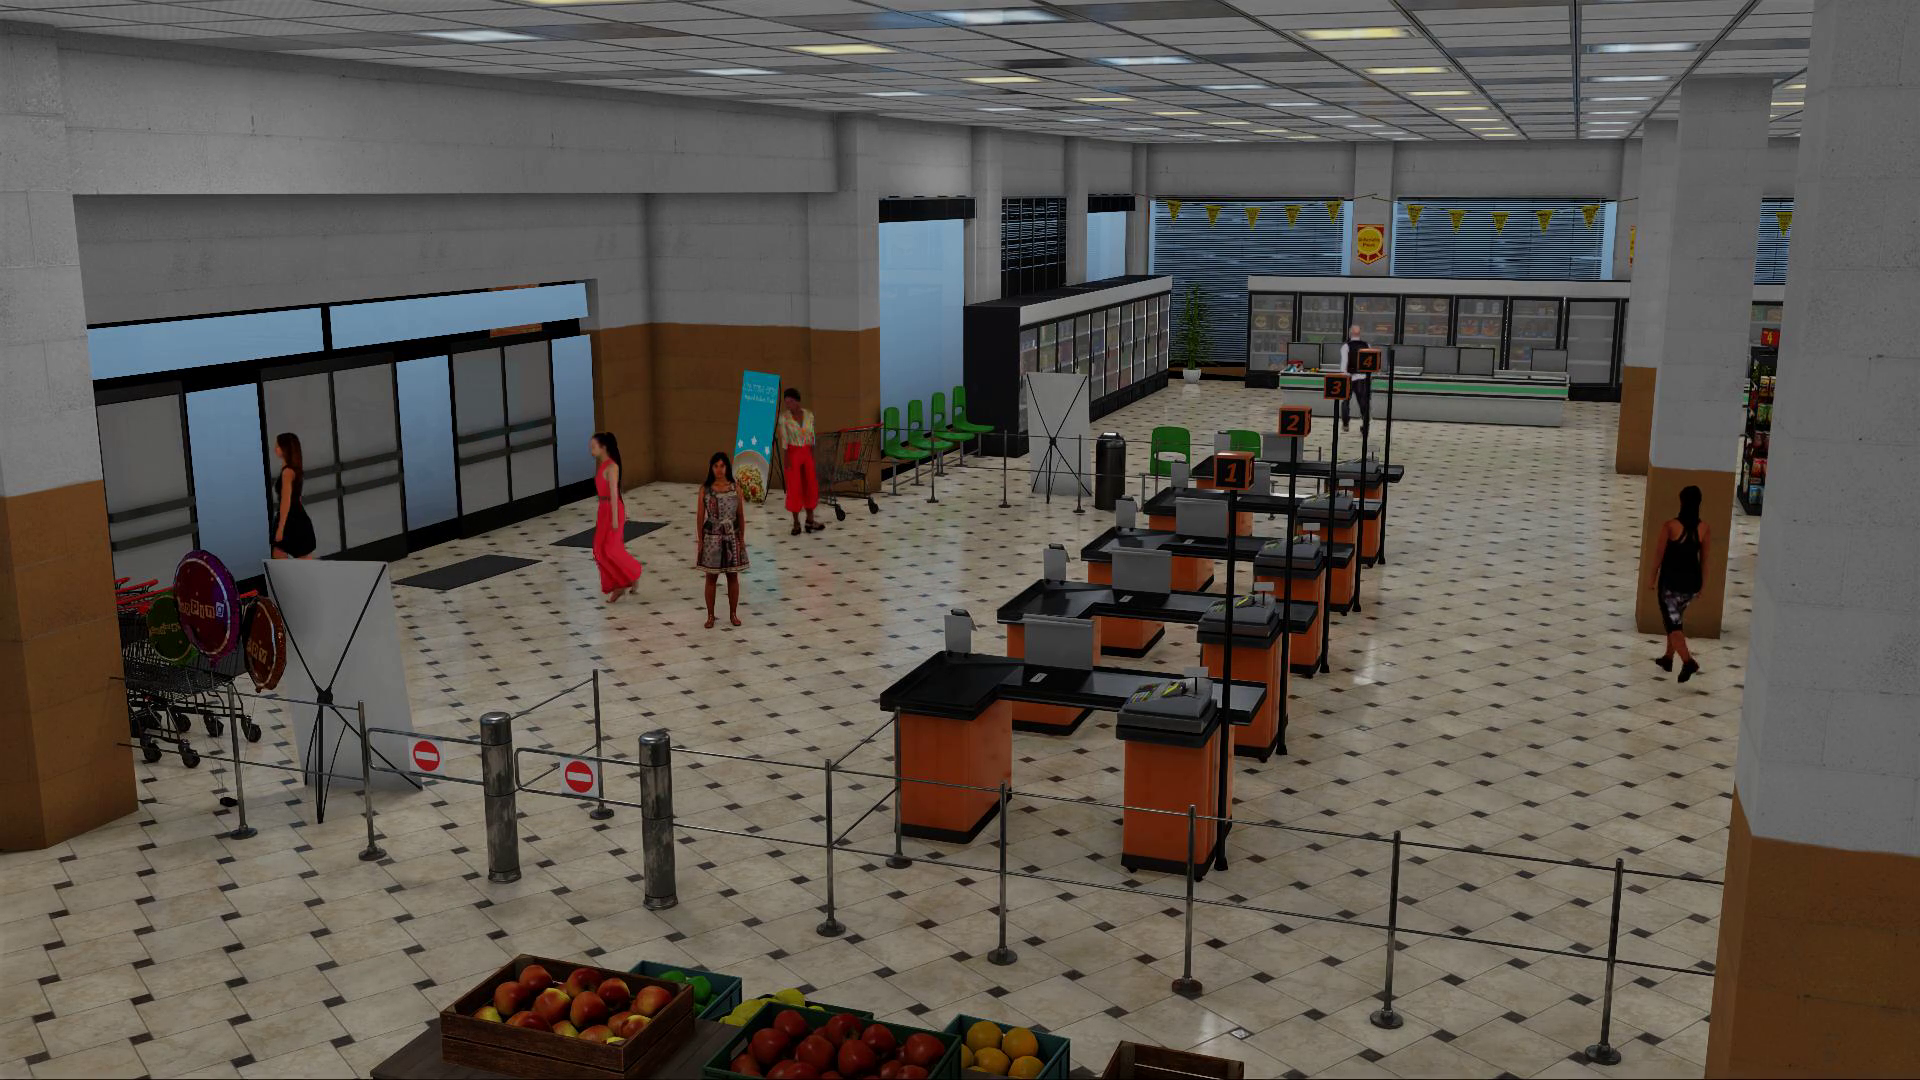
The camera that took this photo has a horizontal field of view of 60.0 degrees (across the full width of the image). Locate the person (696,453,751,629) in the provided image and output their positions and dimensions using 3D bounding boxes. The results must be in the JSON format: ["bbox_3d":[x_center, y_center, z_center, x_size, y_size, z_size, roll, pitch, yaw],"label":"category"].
[{"bbox_3d":[-2.229,-0.009,15.596,0.676,1.645,0.783,-3,12,-15],"label":"person"}]

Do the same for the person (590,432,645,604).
[{"bbox_3d":[-3.361,-0.214,16.405,0.891,1.712,0.829,-5,13,-22],"label":"person"}]

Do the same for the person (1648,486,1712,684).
[{"bbox_3d":[5.987,0.376,13.786,1.062,1.638,0.933,-1,12,-5],"label":"person"}]

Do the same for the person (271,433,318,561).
[{"bbox_3d":[-6.103,-0.067,15.489,1.150,1.803,1.016,-4,13,-19],"label":"person"}]

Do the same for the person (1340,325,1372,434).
[{"bbox_3d":[6.635,-2.660,27.814,1.184,1.799,1.054,-1,12,-5],"label":"person"}]

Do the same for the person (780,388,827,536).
[{"bbox_3d":[-1.859,-0.916,19.614,0.830,1.765,0.846,-11,16,-41],"label":"person"}]
